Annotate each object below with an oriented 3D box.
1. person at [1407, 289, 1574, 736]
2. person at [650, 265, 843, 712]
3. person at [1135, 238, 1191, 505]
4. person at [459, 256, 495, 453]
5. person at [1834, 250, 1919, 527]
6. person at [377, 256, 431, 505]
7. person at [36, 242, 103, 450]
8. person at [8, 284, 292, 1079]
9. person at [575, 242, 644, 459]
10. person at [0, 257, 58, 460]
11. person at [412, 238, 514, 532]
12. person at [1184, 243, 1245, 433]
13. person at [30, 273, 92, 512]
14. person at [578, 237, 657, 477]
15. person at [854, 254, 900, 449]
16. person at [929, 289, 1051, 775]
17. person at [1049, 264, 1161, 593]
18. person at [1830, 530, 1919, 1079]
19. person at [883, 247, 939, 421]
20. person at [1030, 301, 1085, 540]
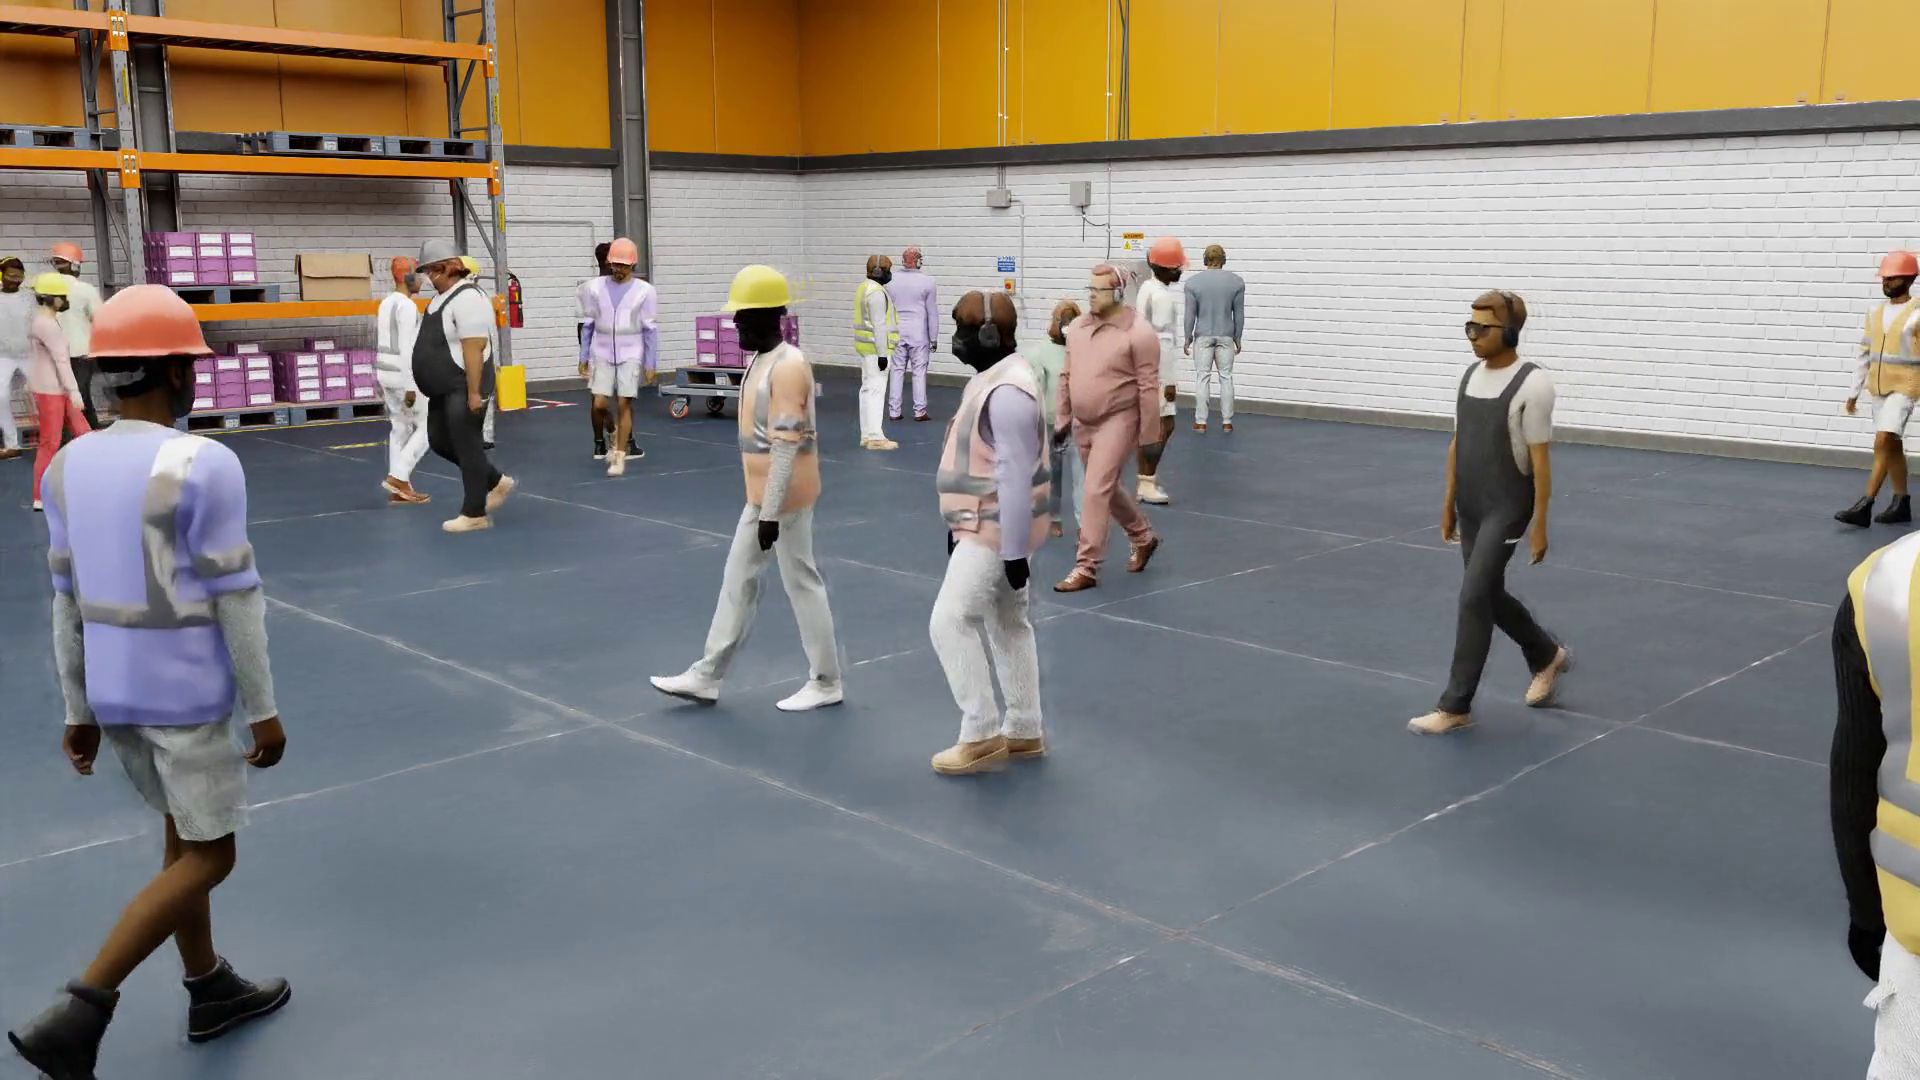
[{"bbox_3d":[2.249,-0.124,6.856,0.874,1.820,0.518,-5,11,-24],"label":"person"},{"bbox_3d":[-0.899,-0.190,6.990,0.858,1.892,0.620,-4,11,-20],"label":"person"},{"bbox_3d":[1.488,-1.271,12.615,0.357,2.003,0.710,-2,11,-9],"label":"person"},{"bbox_3d":[-4.565,-1.723,15.509,0.404,1.832,0.598,-9,14,-41],"label":"person"},{"bbox_3d":[6.381,-1.039,11.550,0.883,1.905,0.577,-3,11,-17],"label":"person"},{"bbox_3d":[-4.151,-1.182,12.457,0.404,1.865,0.587,-9,14,-40],"label":"person"},{"bbox_3d":[-7.905,-1.697,15.039,0.627,1.943,0.964,3,11,17],"label":"person"},{"bbox_3d":[-1.937,0.368,3.895,0.548,1.915,0.778,5,11,24],"label":"person"},{"bbox_3d":[-3.161,-1.702,15.049,0.600,1.959,0.376,2,11,9],"label":"person"},{"bbox_3d":[-8.551,-1.635,15.037,0.609,1.831,0.439,-3,11,-16],"label":"person"},{"bbox_3d":[-3.456,-1.089,11.483,0.618,2.000,0.724,-7,13,-34],"label":"person"},{"bbox_3d":[2.600,-2.062,17.078,0.628,1.936,0.377,0,10,2],"label":"person"},{"bbox_3d":[-6.607,-1.082,12.264,0.622,1.748,0.538,-5,12,-28],"label":"person"},{"bbox_3d":[-2.875,-1.526,13.964,0.698,2.001,0.584,0,10,3],"label":"person"},{"bbox_3d":[-0.784,-1.785,15.827,0.429,1.839,0.633,-3,11,-15],"label":"person"},{"bbox_3d":[0.075,-0.022,6.277,0.588,1.824,0.637,0,10,1],"label":"person"},{"bbox_3d":[0.883,-0.670,9.687,0.940,1.870,0.637,-9,13,-39],"label":"person"},{"bbox_3d":[1.683,0.639,2.604,0.430,1.845,0.619,-6,12,-31],"label":"person"},{"bbox_3d":[-0.527,-2.239,18.156,0.647,1.900,0.402,4,11,20],"label":"person"},{"bbox_3d":[0.697,-0.756,10.883,0.526,1.584,0.864,-1,10,-4],"label":"person"}]
